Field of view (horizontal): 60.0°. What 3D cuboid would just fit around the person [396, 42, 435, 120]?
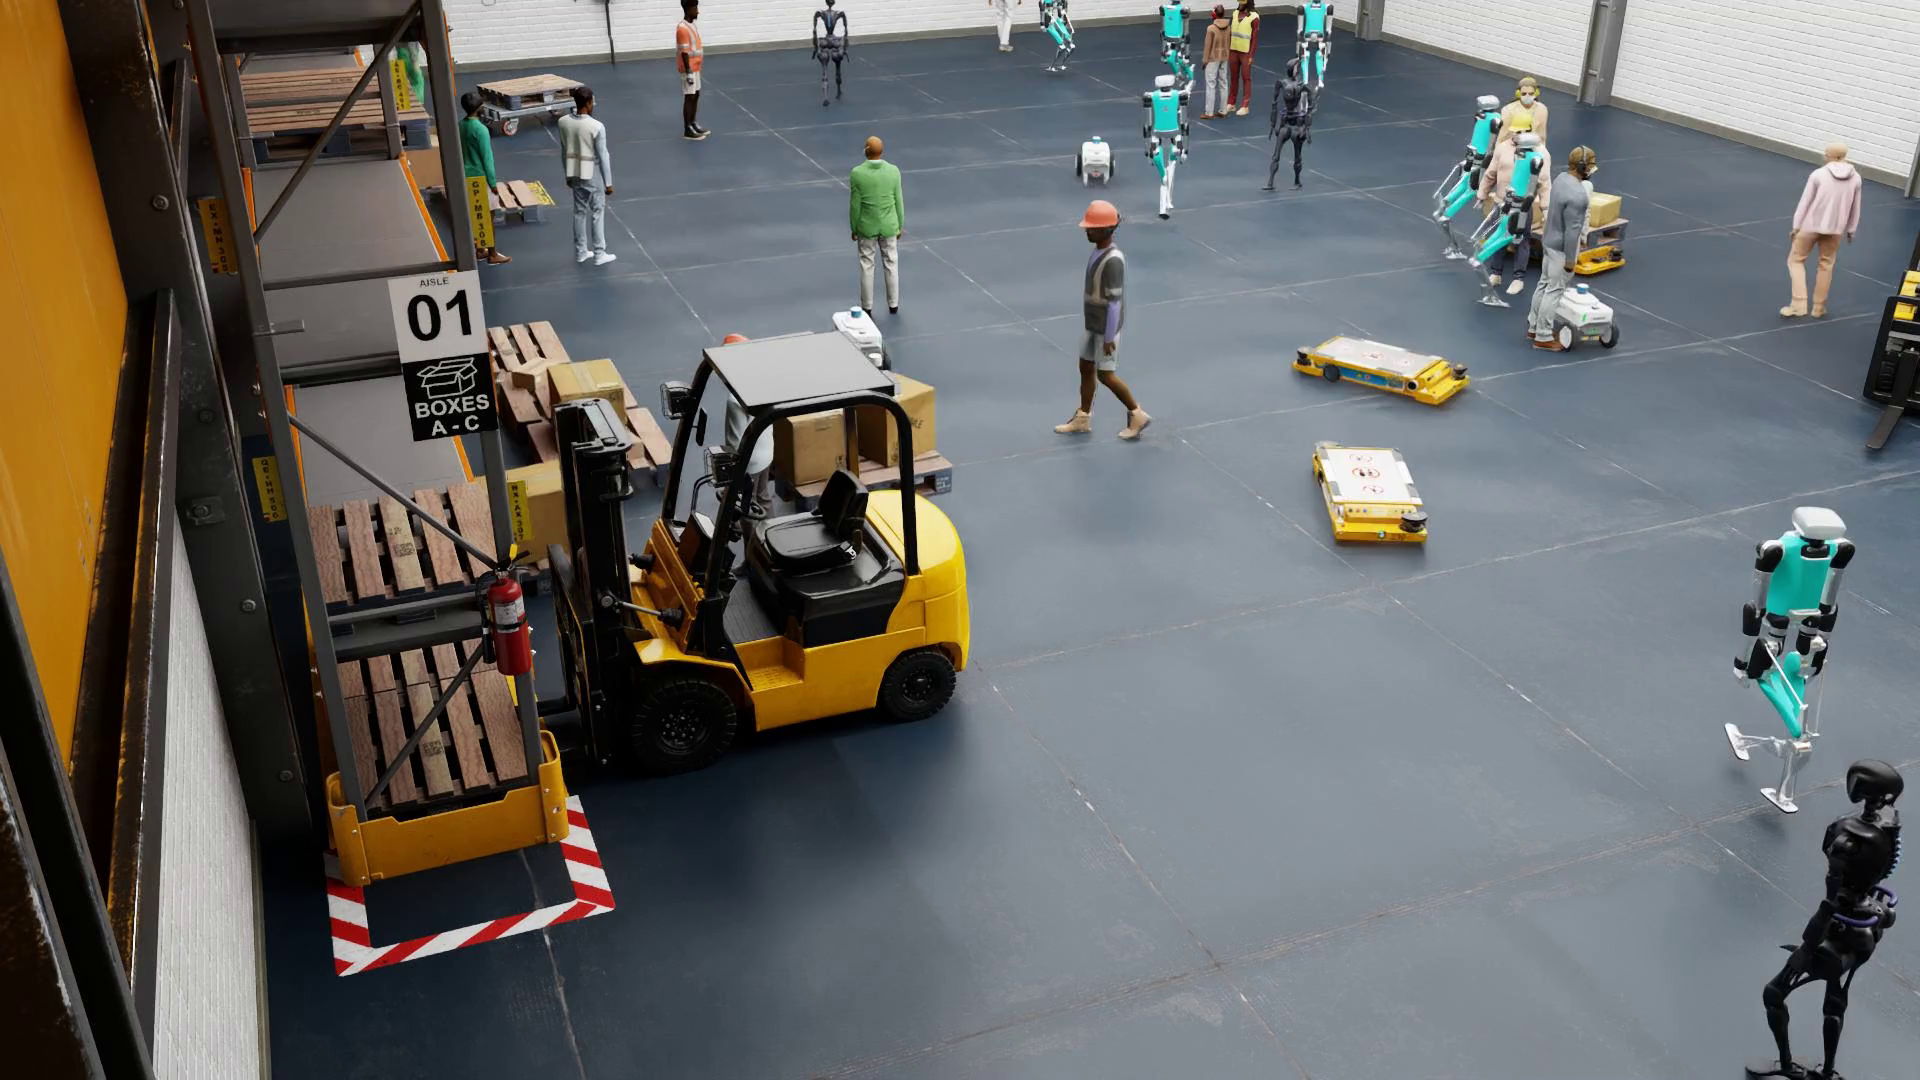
[{"bbox_3d":[-8.087,-7.038,24.253,0.552,1.825,0.549,-12,29,-23],"label":"person"}]

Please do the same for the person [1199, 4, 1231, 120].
[{"bbox_3d":[3.767,-7.005,24.391,0.456,1.644,0.309,-16,31,-28],"label":"person"}]

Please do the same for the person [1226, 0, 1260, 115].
[{"bbox_3d":[4.191,-7.230,24.699,0.468,1.769,0.378,24,35,38],"label":"person"}]

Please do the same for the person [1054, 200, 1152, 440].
[{"bbox_3d":[1.203,-1.776,13.583,0.761,2.030,0.613,-4,27,-9],"label":"person"}]

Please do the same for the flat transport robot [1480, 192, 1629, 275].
[{"bbox_3d":[6.569,-3.243,18.438,0.659,0.231,1.431,-17,32,-31],"label":"flat transport robot"}]

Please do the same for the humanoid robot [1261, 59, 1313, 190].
[{"bbox_3d":[4.108,-5.139,20.660,0.593,1.635,0.682,19,32,32],"label":"humanoid robot"}]

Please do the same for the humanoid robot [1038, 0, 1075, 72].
[{"bbox_3d":[1.623,-8.464,27.039,0.533,1.677,0.735,-14,30,-26],"label":"humanoid robot"}]

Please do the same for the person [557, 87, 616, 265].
[{"bbox_3d":[-4.030,-3.920,17.966,0.597,1.909,0.399,12,29,22],"label":"person"}]

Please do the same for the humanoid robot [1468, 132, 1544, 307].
[{"bbox_3d":[5.381,-3.180,16.661,0.690,1.776,0.537,-1,27,-3],"label":"humanoid robot"}]

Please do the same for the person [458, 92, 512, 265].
[{"bbox_3d":[-5.210,-3.900,17.996,0.496,1.843,0.404,20,33,34],"label":"person"}]

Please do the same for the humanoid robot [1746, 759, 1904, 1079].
[{"bbox_3d":[3.777,1.657,7.124,0.612,1.643,0.369,-20,33,-35],"label":"humanoid robot"}]

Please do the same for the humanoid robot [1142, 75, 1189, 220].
[{"bbox_3d":[2.407,-4.630,19.571,0.580,1.728,1.055,3,27,5],"label":"humanoid robot"}]

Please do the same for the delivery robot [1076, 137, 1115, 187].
[{"bbox_3d":[1.746,-4.880,21.386,0.499,0.603,0.782,1,27,2],"label":"delivery robot"}]

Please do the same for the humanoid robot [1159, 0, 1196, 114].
[{"bbox_3d":[3.351,-7.261,24.893,0.800,1.856,0.541,-24,35,-39],"label":"humanoid robot"}]

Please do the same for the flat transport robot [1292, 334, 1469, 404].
[{"bbox_3d":[3.810,-1.560,15.089,1.431,0.231,0.659,20,33,34],"label":"flat transport robot"}]

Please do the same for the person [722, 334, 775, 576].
[{"bbox_3d":[-1.479,-0.586,11.512,0.351,1.742,0.572,8,28,15],"label":"person"}]

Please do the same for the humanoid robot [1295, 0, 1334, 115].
[{"bbox_3d":[5.199,-7.076,24.552,0.541,1.901,0.753,4,27,9],"label":"humanoid robot"}]

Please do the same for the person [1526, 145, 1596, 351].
[{"bbox_3d":[5.633,-2.729,15.573,0.368,1.931,0.628,1,27,2],"label":"person"}]

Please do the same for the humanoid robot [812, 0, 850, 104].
[{"bbox_3d":[-1.989,-7.532,25.468,0.588,1.636,0.787,1,27,2],"label":"humanoid robot"}]

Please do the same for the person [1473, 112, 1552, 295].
[{"bbox_3d":[5.726,-3.491,17.170,0.816,1.854,0.434,22,34,37],"label":"person"}]

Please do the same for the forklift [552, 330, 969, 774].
[{"bbox_3d":[-1.094,0.010,9.831,2.313,2.155,1.214,-10,28,-20],"label":"forklift"}]

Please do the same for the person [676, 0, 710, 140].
[{"bbox_3d":[-3.760,-6.607,23.257,0.377,1.956,0.603,2,27,5],"label":"person"}]

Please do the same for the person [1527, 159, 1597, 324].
[{"bbox_3d":[5.890,-2.919,16.139,0.535,1.753,0.341,-14,30,-25],"label":"person"}]

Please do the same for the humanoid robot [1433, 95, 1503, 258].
[{"bbox_3d":[5.470,-3.937,18.180,0.703,1.788,0.530,-3,27,-6],"label":"humanoid robot"}]

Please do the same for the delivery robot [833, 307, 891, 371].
[{"bbox_3d":[-0.944,-1.841,15.331,0.499,0.595,0.783,-7,28,-13],"label":"delivery robot"}]

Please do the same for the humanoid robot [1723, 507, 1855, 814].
[{"bbox_3d":[4.520,0.694,8.970,0.550,1.736,1.006,-4,27,-8],"label":"humanoid robot"}]

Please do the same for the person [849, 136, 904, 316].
[{"bbox_3d":[-0.823,-3.099,16.464,0.550,1.783,0.384,-6,27,-11],"label":"person"}]

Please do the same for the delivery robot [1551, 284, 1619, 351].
[{"bbox_3d":[5.938,-2.135,15.936,0.499,0.612,0.794,-5,27,-10],"label":"delivery robot"}]

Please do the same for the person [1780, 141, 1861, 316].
[{"bbox_3d":[8.504,-3.032,16.348,0.632,1.767,0.440,2,27,5],"label":"person"}]

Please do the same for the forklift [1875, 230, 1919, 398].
[{"bbox_3d":[9.029,-2.397,14.618,1.214,2.155,2.313,18,32,32],"label":"forklift"}]

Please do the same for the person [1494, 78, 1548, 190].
[{"bbox_3d":[6.293,-4.278,18.748,0.559,1.847,0.610,-1,27,-3],"label":"person"}]

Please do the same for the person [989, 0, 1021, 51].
[{"bbox_3d":[0.786,-9.556,29.207,0.583,1.875,0.463,5,27,10],"label":"person"}]

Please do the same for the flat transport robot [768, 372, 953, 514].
[{"bbox_3d":[-0.796,-0.342,12.668,0.659,0.231,1.431,-13,29,-24],"label":"flat transport robot"}]

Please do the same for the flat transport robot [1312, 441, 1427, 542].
[{"bbox_3d":[3.120,-0.380,12.743,0.659,0.231,1.431,2,27,3],"label":"flat transport robot"}]
